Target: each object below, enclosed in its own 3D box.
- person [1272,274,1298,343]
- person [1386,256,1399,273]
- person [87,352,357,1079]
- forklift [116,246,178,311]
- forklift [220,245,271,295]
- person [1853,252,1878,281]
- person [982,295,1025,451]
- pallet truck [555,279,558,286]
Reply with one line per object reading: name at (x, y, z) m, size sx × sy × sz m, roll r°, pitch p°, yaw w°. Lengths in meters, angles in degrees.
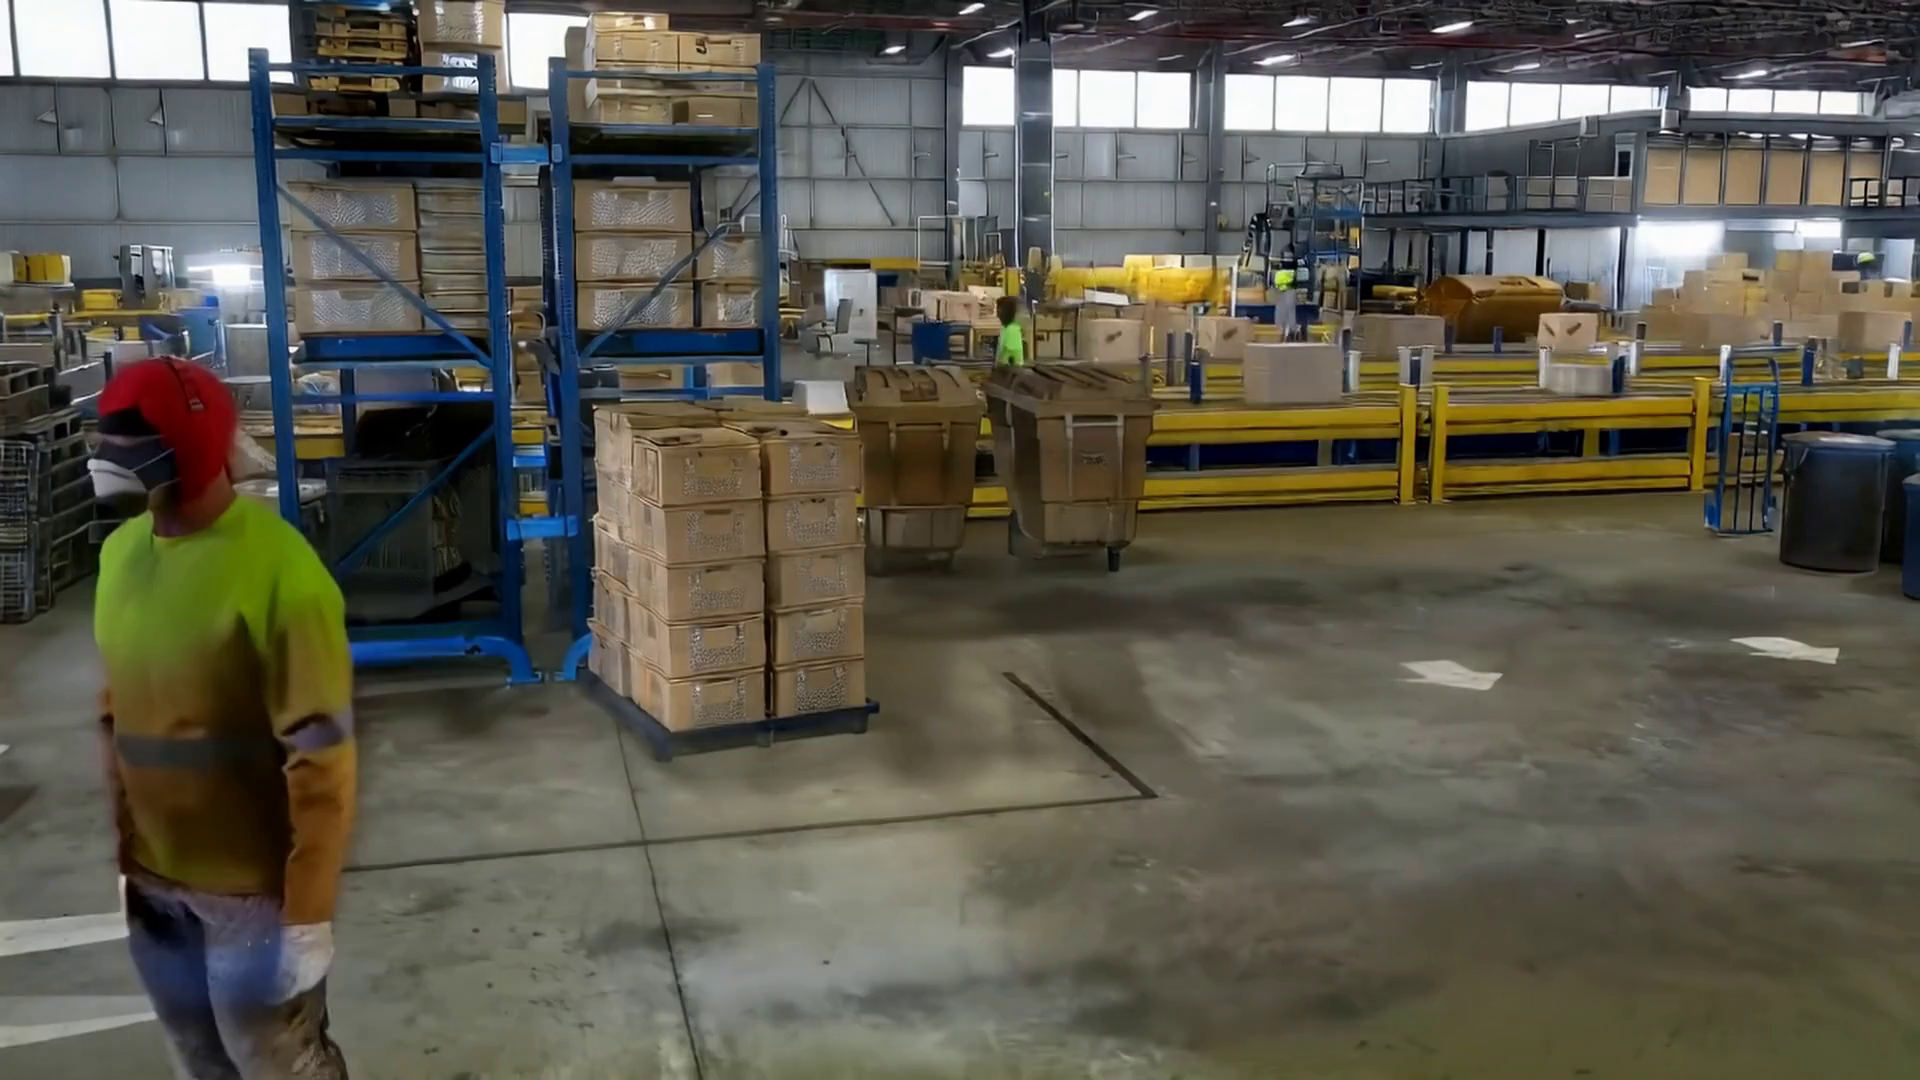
person at (4.743, -3.010, 24.290) m, size 0.912 × 1.720 × 0.533 m, roll -4°, pitch 11°, yaw -20°
person at (16.163, -9.818, 62.372) m, size 0.584 × 1.881 × 0.337 m, roll -3°, pitch 11°, yaw -17°
person at (-1.371, 0.620, 3.109) m, size 0.633 × 1.938 × 0.356 m, roll 7°, pitch 12°, yaw 33°
forklift at (-19.966, -6.232, 40.894) m, size 1.157 × 1.987 × 2.680 m, roll -3°, pitch 10°, yaw -15°
forklift at (-17.749, -6.334, 41.440) m, size 1.157 × 1.987 × 2.680 m, roll -3°, pitch 10°, yaw -17°
person at (15.826, -4.012, 29.100) m, size 0.620 × 2.023 × 0.527 m, roll -9°, pitch 13°, yaw -41°
person at (0.563, -1.593, 16.440) m, size 0.854 × 1.663 × 0.531 m, roll -2°, pitch 10°, yaw -9°
pallet truck at (-10.604, -6.375, 44.520) m, size 0.653 × 1.274 × 1.630 m, roll -3°, pitch 10°, yaw -15°
